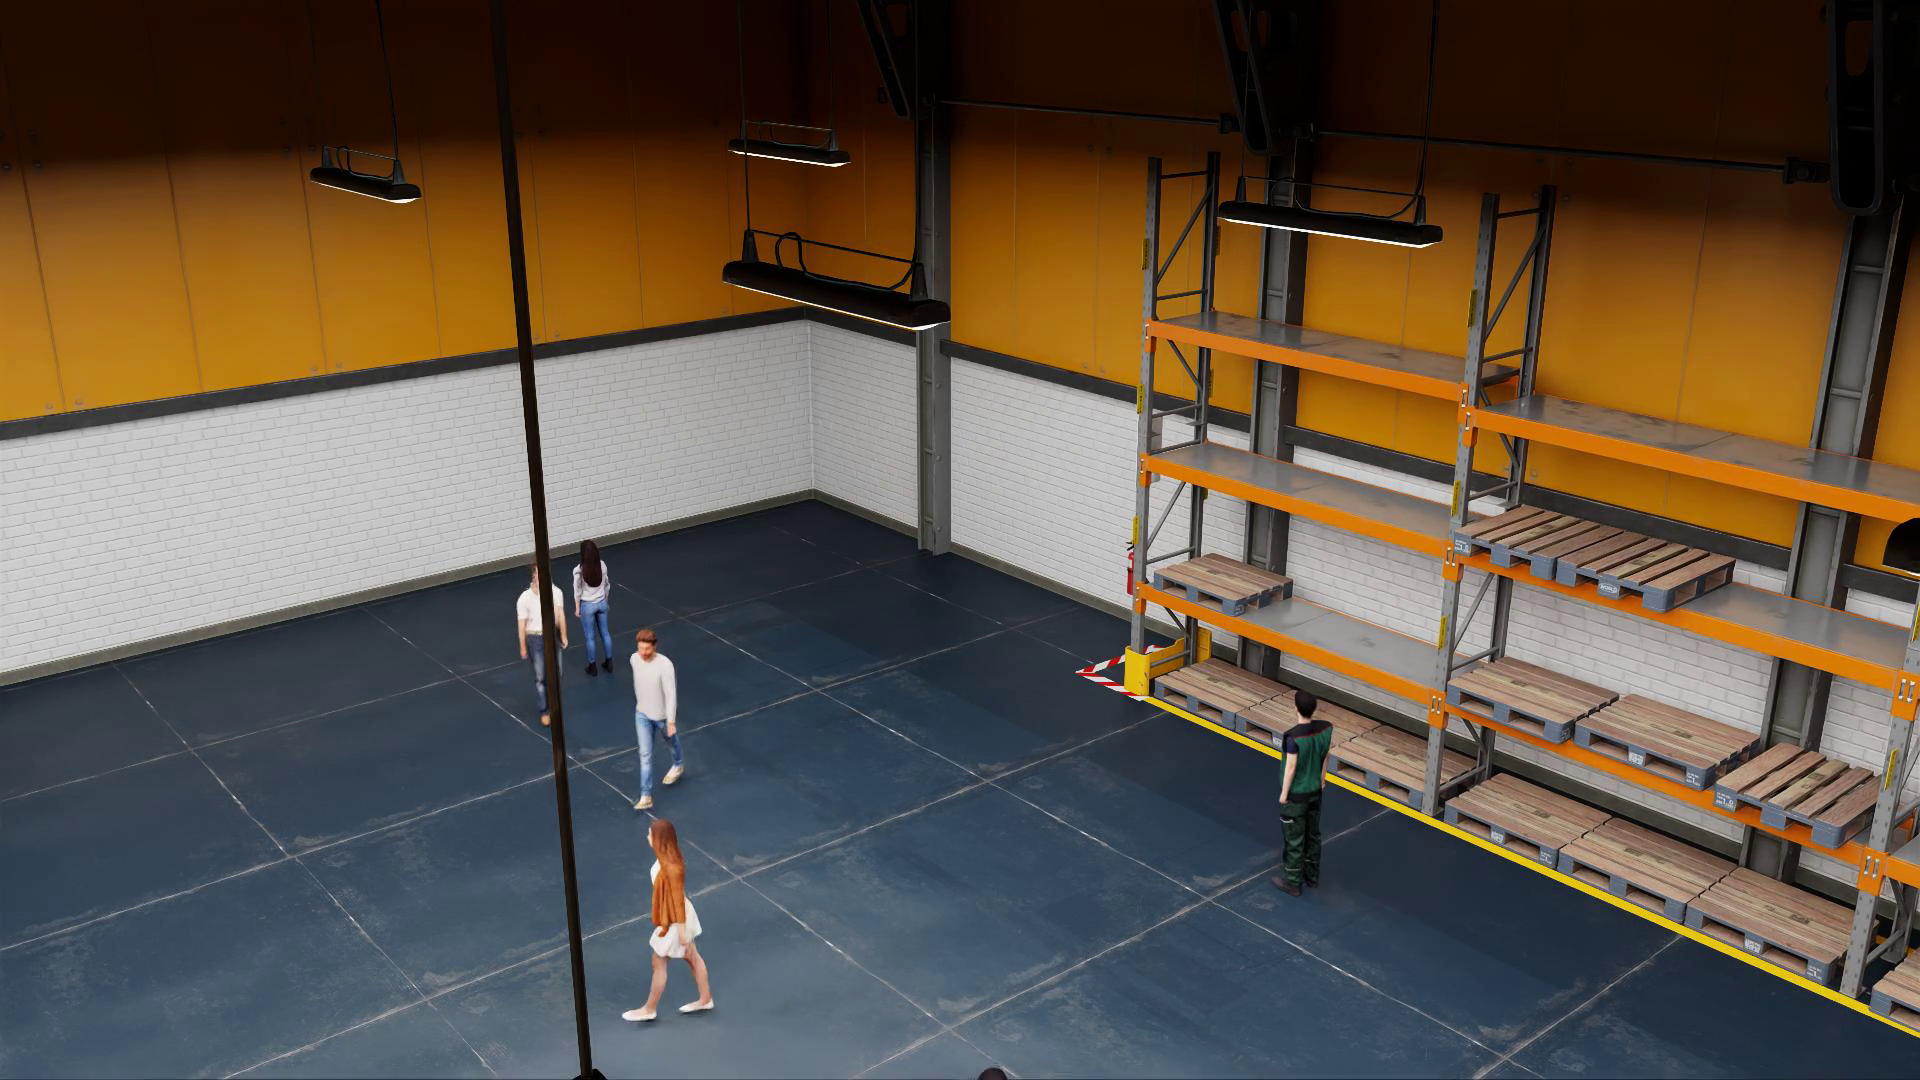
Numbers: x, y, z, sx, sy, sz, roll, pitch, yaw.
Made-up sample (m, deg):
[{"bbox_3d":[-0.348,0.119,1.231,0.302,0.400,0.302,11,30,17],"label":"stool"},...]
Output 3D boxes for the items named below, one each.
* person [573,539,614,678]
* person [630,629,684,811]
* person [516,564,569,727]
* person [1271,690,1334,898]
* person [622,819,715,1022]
[{"bbox_3d":[-4.264,0.782,19.391,0.596,1.629,0.518,-16,25,-40],"label":"person"},{"bbox_3d":[-2.967,1.690,16.399,1.286,1.819,1.221,6,20,17],"label":"person"},{"bbox_3d":[-4.568,1.079,18.192,0.783,1.832,0.871,-9,21,-25],"label":"person"},{"bbox_3d":[3.029,2.218,14.707,0.693,1.899,0.578,-13,23,-34],"label":"person"},{"bbox_3d":[-2.117,2.940,12.886,0.966,1.691,0.991,-3,19,-9],"label":"person"}]
